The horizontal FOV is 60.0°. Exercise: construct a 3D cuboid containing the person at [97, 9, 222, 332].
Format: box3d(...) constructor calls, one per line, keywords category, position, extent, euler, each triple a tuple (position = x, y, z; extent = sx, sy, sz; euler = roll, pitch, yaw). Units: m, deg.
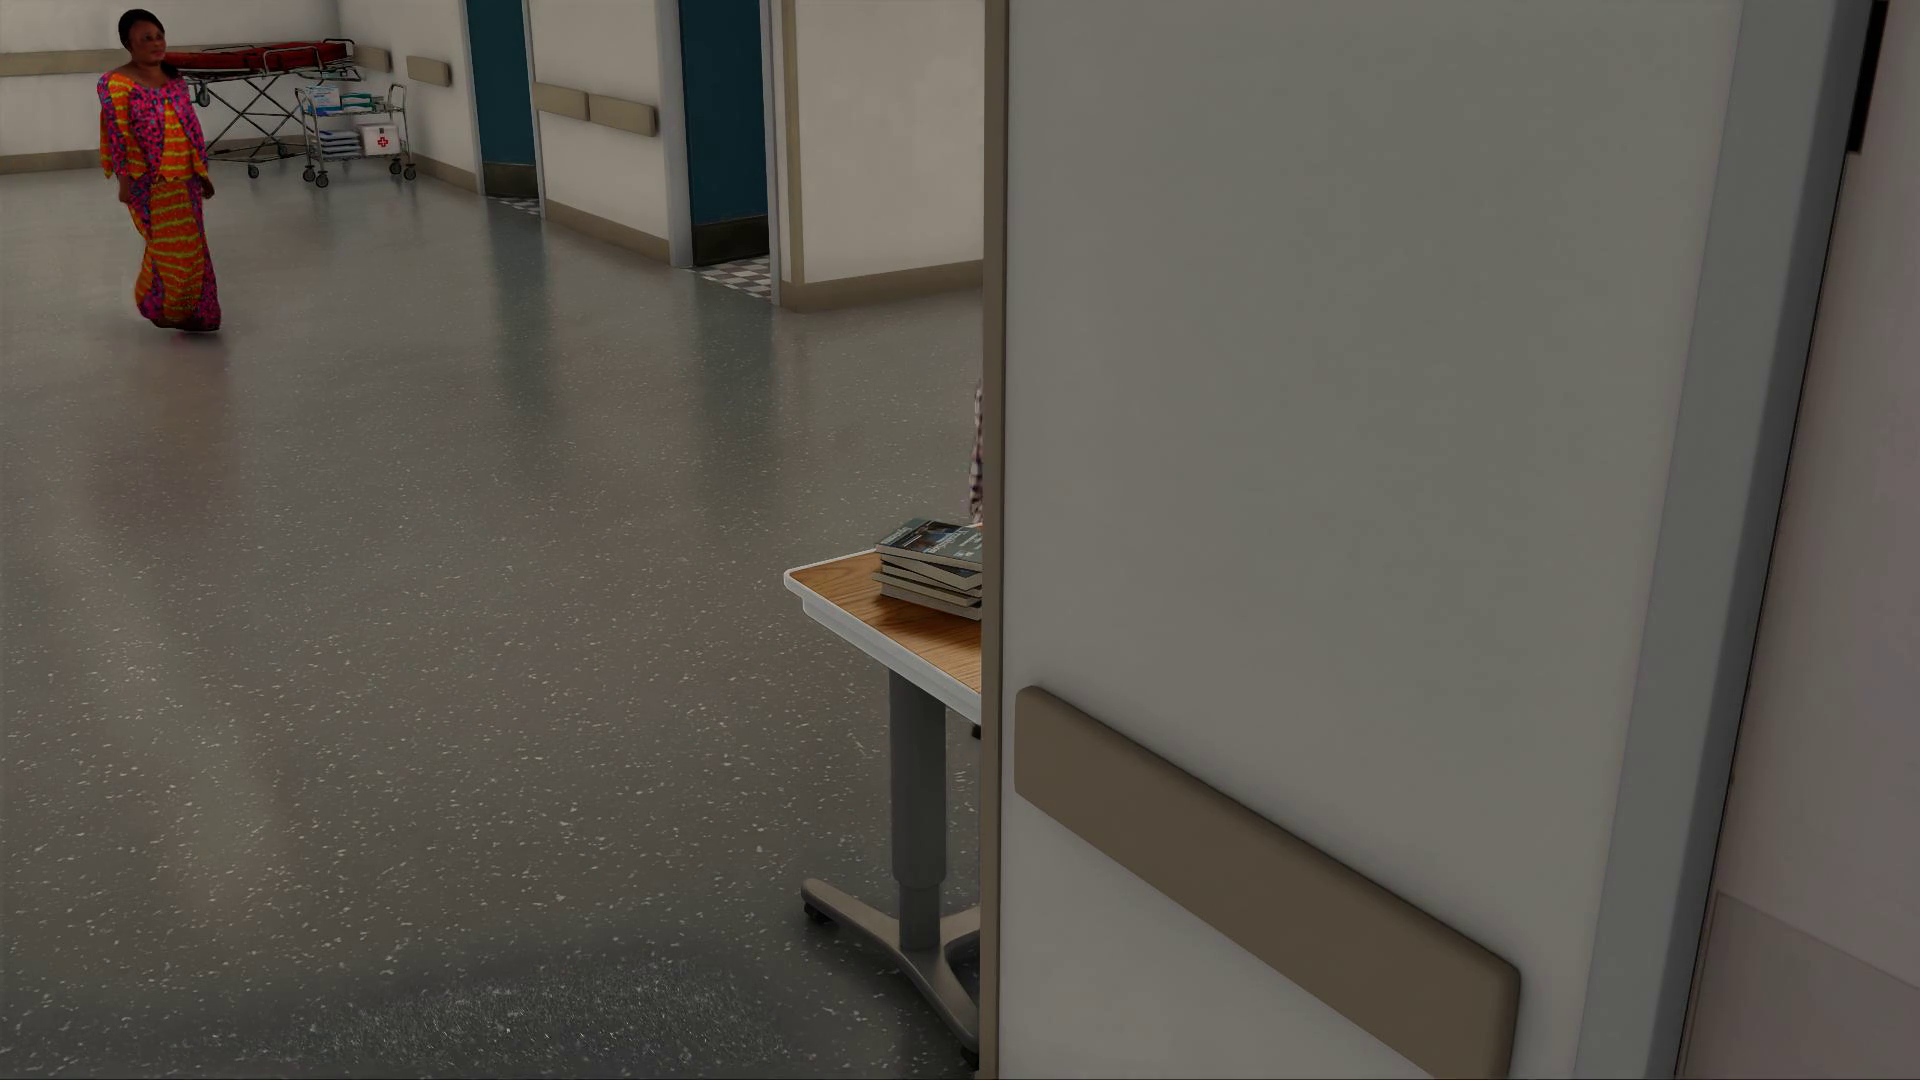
box3d(category="person", position=(-4.178, -1.902, 8.654), extent=(0.905, 1.662, 0.822), euler=(10, 23, 24))
